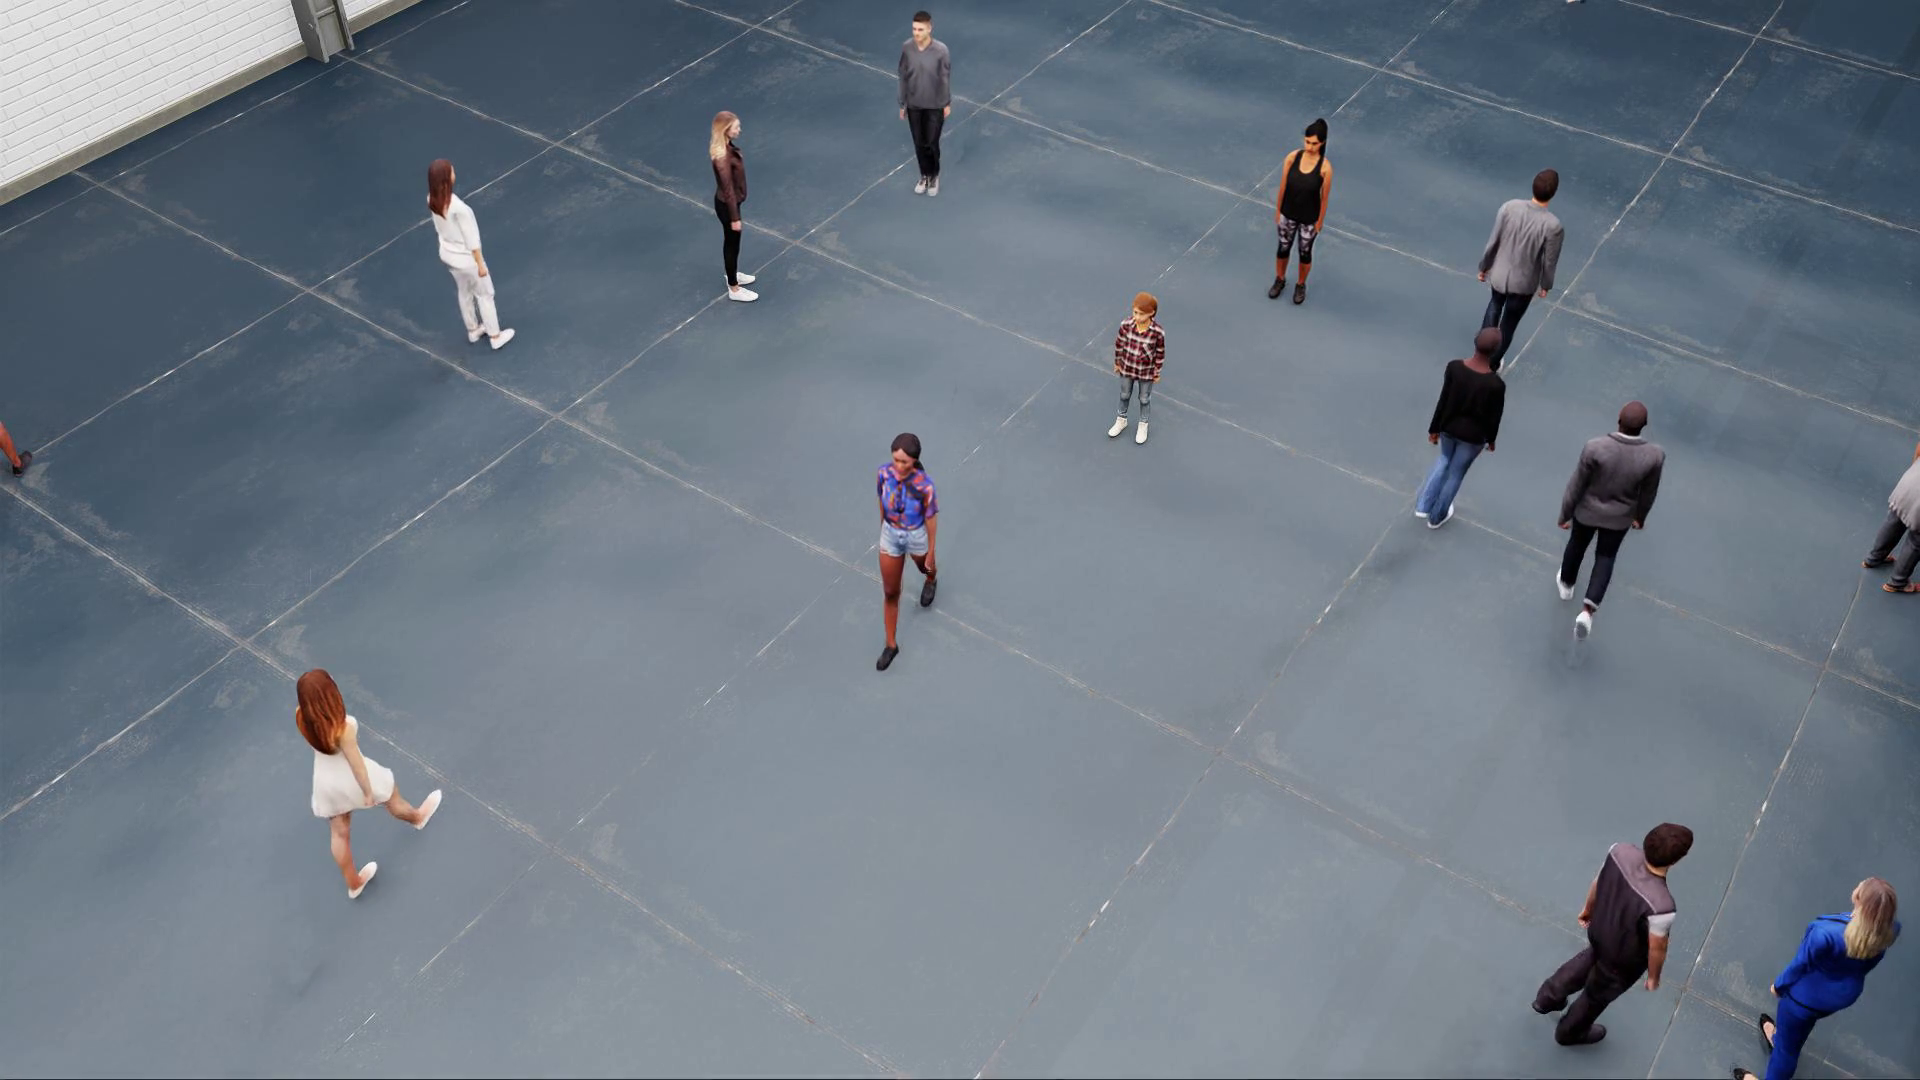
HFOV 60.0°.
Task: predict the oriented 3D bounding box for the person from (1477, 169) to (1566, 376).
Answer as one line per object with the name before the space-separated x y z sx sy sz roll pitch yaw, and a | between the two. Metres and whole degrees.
person | 4.267 -1.995 12.907 0.747 1.856 0.728 31 52 29

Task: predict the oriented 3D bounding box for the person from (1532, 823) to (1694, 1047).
person | 3.330 2.100 8.621 0.872 1.839 0.814 -8 44 -8

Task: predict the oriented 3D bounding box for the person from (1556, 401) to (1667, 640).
person | 4.252 -0.119 10.981 0.870 1.797 1.076 14 45 14

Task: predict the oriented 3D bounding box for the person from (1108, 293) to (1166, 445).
person | 1.356 -1.322 12.600 0.576 1.305 0.564 15 46 16

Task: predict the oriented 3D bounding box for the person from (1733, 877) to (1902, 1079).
person | 4.408 2.344 8.474 0.808 1.690 0.864 -17 46 -17

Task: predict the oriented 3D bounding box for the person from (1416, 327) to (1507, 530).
person | 3.487 -0.721 11.657 0.647 1.738 0.702 33 53 30

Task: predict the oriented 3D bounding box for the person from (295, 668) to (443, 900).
person | -3.548 1.424 9.450 0.758 1.675 1.095 13 45 13

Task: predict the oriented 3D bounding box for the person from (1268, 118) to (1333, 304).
person | 2.835 -2.737 13.827 0.587 1.662 0.535 21 47 20

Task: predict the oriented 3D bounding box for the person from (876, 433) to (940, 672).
person | -0.305 -0.043 10.976 0.813 1.695 1.227 14 45 15

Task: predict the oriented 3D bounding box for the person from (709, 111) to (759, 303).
person | -1.922 -2.787 13.848 0.727 1.706 0.658 -5 44 -6

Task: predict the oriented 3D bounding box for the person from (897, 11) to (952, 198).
person | -0.288 -3.980 15.069 0.708 1.750 0.711 12 45 12

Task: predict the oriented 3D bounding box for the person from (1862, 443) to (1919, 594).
person | 6.623 -0.334 11.342 0.827 1.611 0.769 -8 44 -9

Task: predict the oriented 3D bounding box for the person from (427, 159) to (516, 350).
person | -4.015 -2.264 13.315 0.642 1.683 0.587 26 49 24
